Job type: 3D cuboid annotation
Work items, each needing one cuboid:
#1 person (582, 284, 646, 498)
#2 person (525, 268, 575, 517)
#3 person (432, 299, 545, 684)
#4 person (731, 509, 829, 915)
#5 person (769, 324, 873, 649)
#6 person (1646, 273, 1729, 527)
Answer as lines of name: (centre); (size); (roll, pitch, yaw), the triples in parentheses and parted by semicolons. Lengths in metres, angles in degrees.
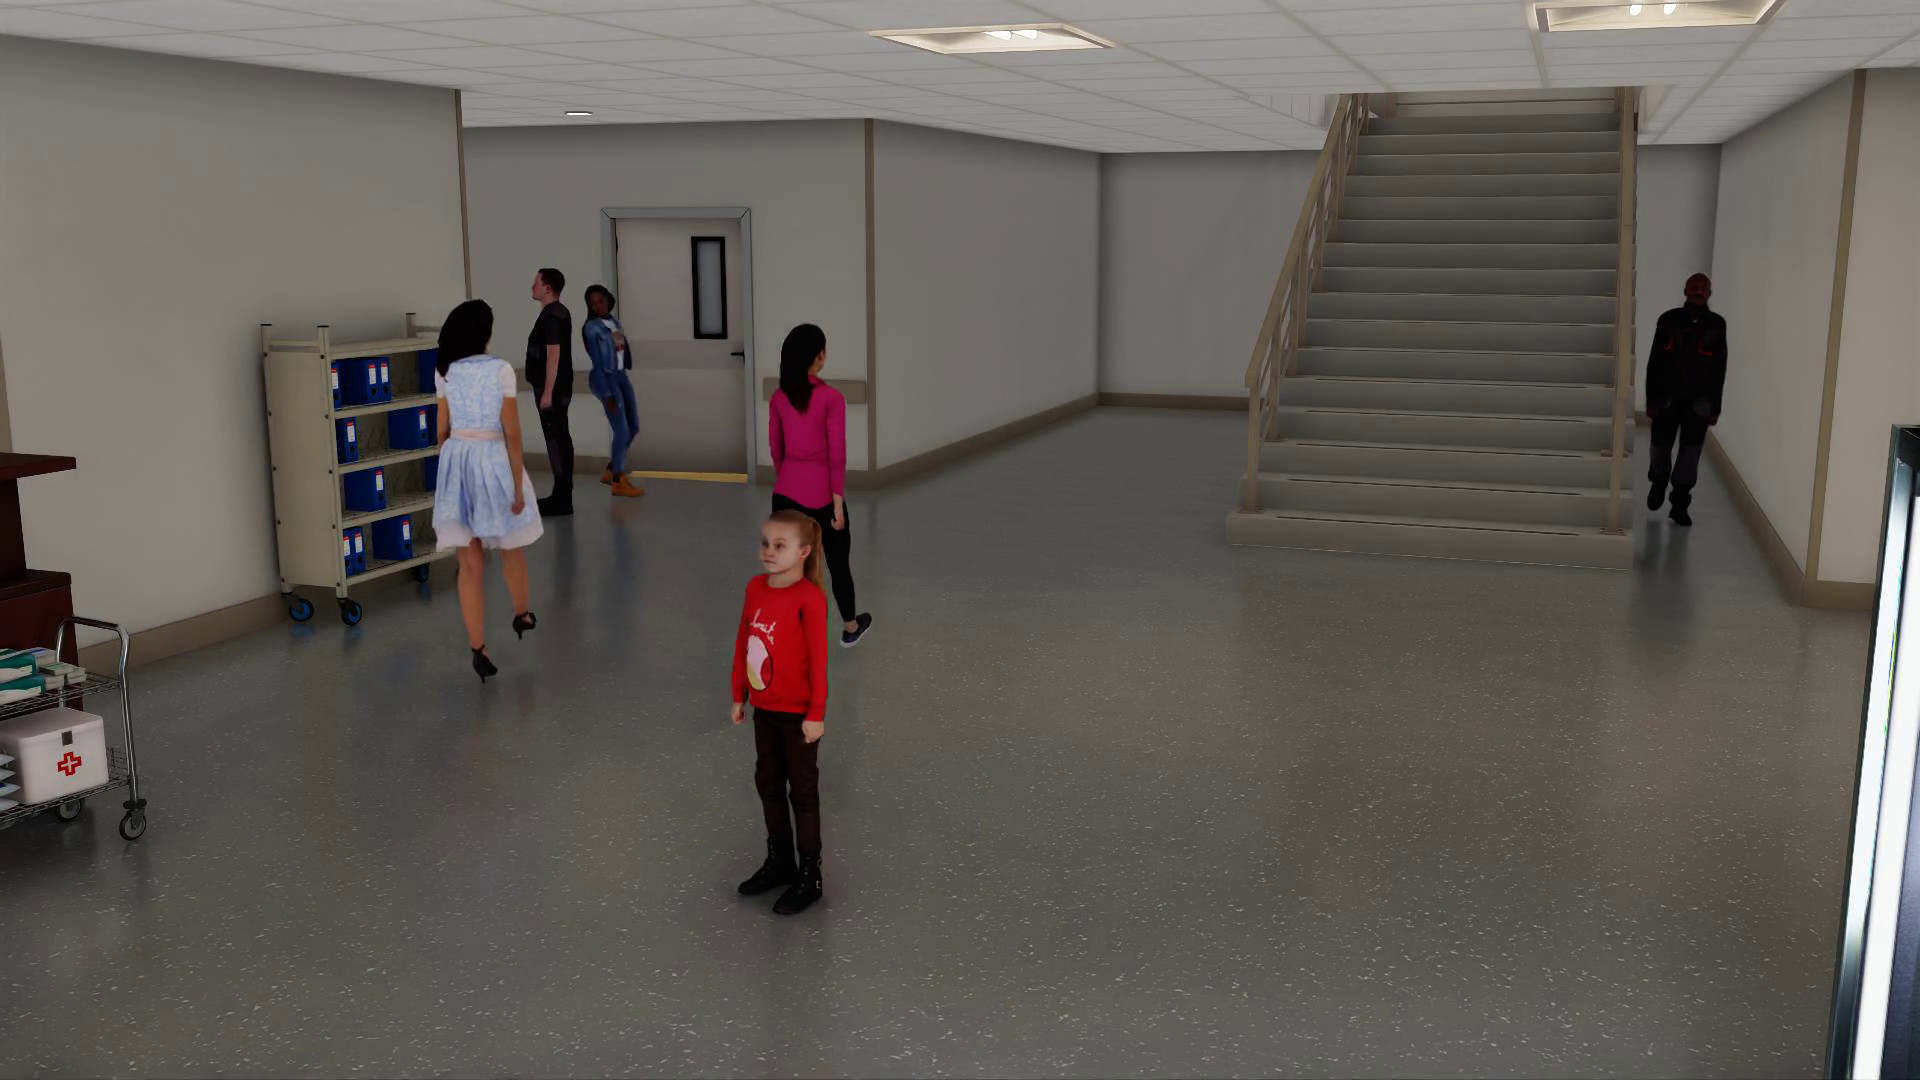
person: (-2.844, -1.162, 13.172); (0.720, 1.687, 0.604); (1, 11, 6)
person: (-3.075, -1.128, 12.571); (0.865, 1.845, 0.739); (-2, 11, -12)
person: (-2.286, -0.198, 7.852); (0.903, 1.777, 1.211); (0, 11, 0)
person: (-0.557, 0.528, 5.347); (0.562, 1.283, 0.601); (9, 14, 39)
person: (-0.777, -0.154, 7.947); (0.618, 1.655, 1.093); (4, 12, 22)
person: (5.319, -1.056, 12.265); (0.698, 1.817, 0.835); (4, 11, 18)
